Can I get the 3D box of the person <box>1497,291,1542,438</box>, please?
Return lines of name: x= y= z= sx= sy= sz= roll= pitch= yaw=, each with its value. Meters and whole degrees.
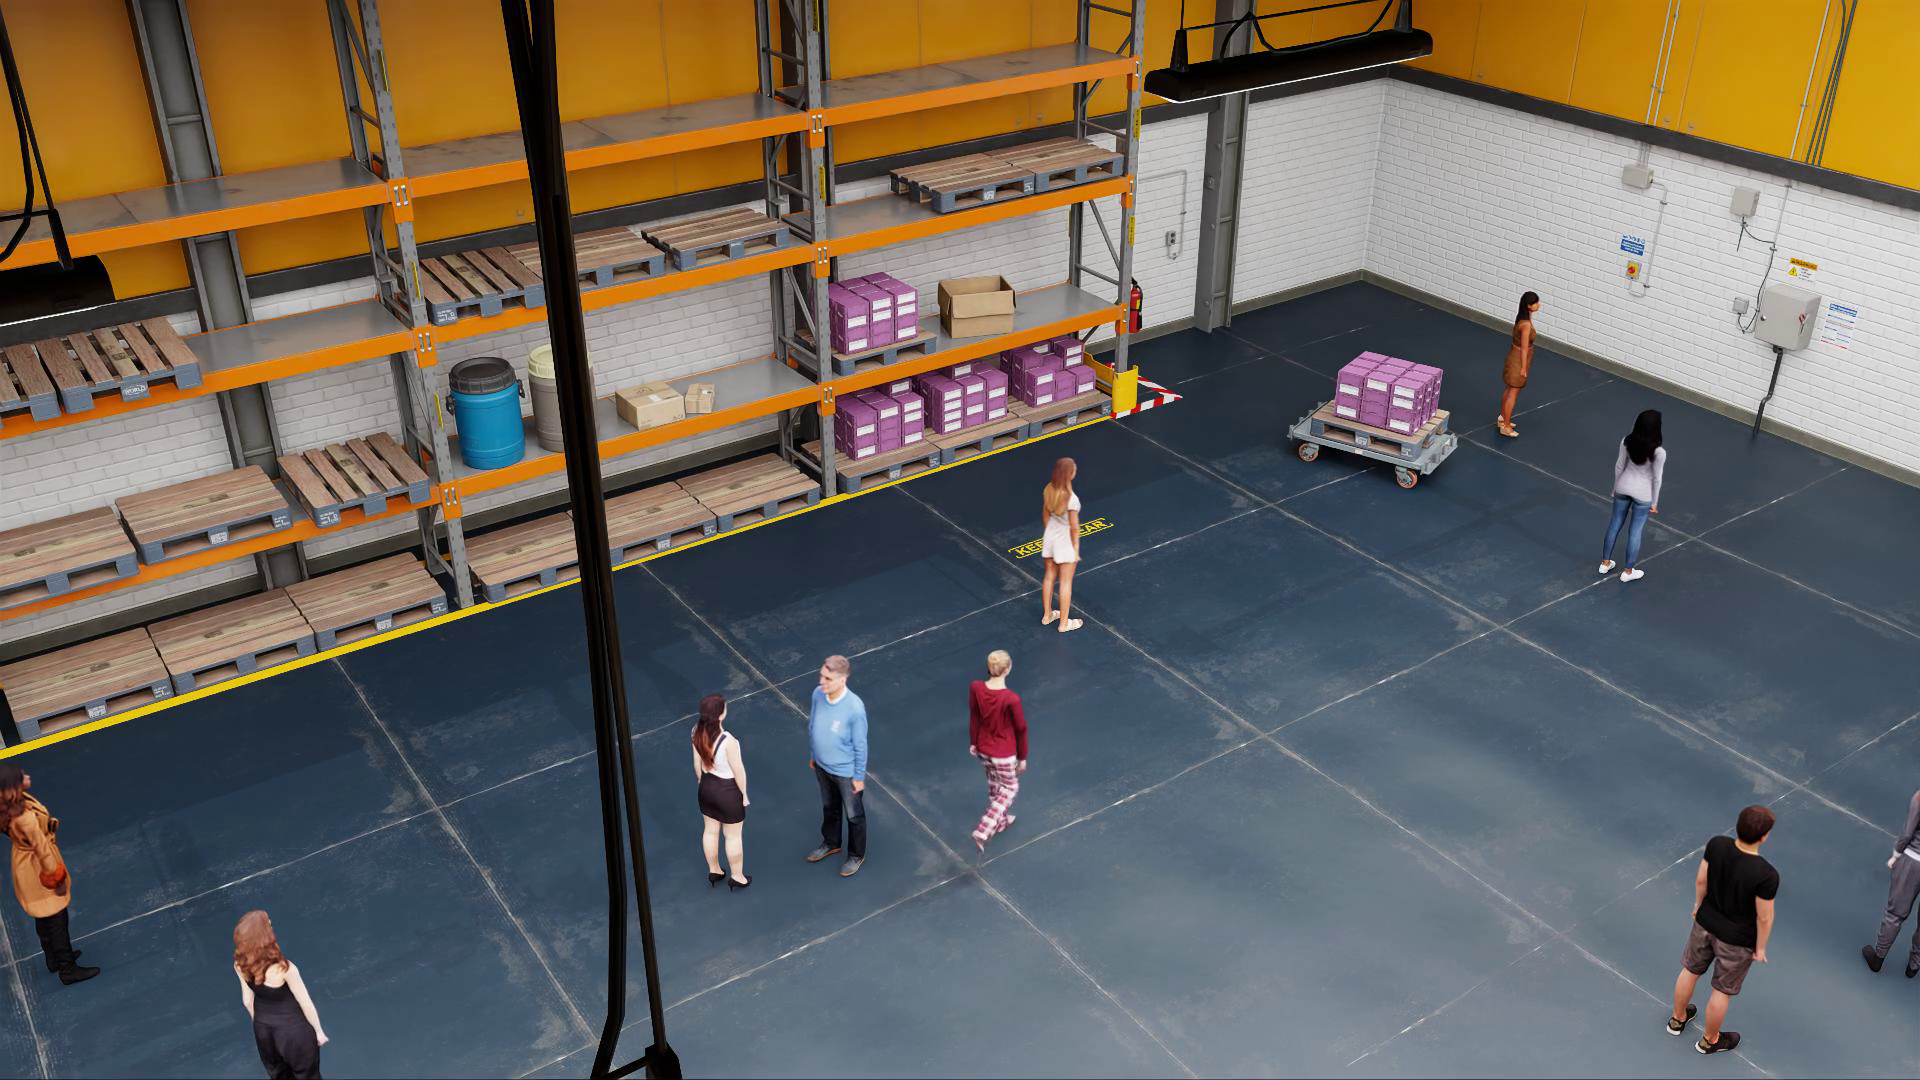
person: x=6.302 y=-1.999 z=18.756 sx=0.698 sy=1.689 sz=0.638 roll=5 pitch=29 yaw=9

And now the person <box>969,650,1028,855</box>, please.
person: x=0.245 y=1.562 z=12.232 sx=0.831 sy=1.686 sz=0.995 roll=16 pitch=33 yaw=27

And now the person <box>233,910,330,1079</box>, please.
person: x=-3.984 y=2.874 z=9.761 sx=0.652 sy=1.748 sz=0.717 roll=4 pitch=29 yaw=7

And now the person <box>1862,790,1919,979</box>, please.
person: x=6.411 y=2.162 z=11.033 sx=0.656 sy=1.780 sz=0.687 roll=9 pitch=30 yaw=16

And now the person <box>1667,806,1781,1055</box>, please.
person: x=4.804 y=2.431 z=10.455 sx=0.569 sy=1.862 sz=0.662 roll=-18 pitch=33 yaw=-29

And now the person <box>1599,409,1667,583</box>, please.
person: x=6.417 y=-0.437 z=15.845 sx=0.543 sy=1.735 sz=0.626 roll=-22 pitch=36 yaw=-35

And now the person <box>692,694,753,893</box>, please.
person: x=-1.704 y=1.798 z=11.836 sx=0.631 sy=1.649 sz=0.649 roll=13 pitch=31 yaw=22

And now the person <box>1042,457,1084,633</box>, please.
person: x=0.906 y=0.029 z=15.032 sx=0.568 sy=1.696 sz=0.575 roll=-21 pitch=35 yaw=-34

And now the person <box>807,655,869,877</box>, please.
person: x=-0.871 y=1.594 z=12.033 sx=0.713 sy=1.820 sz=0.662 roll=22 pitch=35 yaw=34

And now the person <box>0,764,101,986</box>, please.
person: x=-6.104 y=2.197 z=11.031 sx=0.748 sy=1.720 sz=0.678 roll=22 pitch=36 yaw=35
